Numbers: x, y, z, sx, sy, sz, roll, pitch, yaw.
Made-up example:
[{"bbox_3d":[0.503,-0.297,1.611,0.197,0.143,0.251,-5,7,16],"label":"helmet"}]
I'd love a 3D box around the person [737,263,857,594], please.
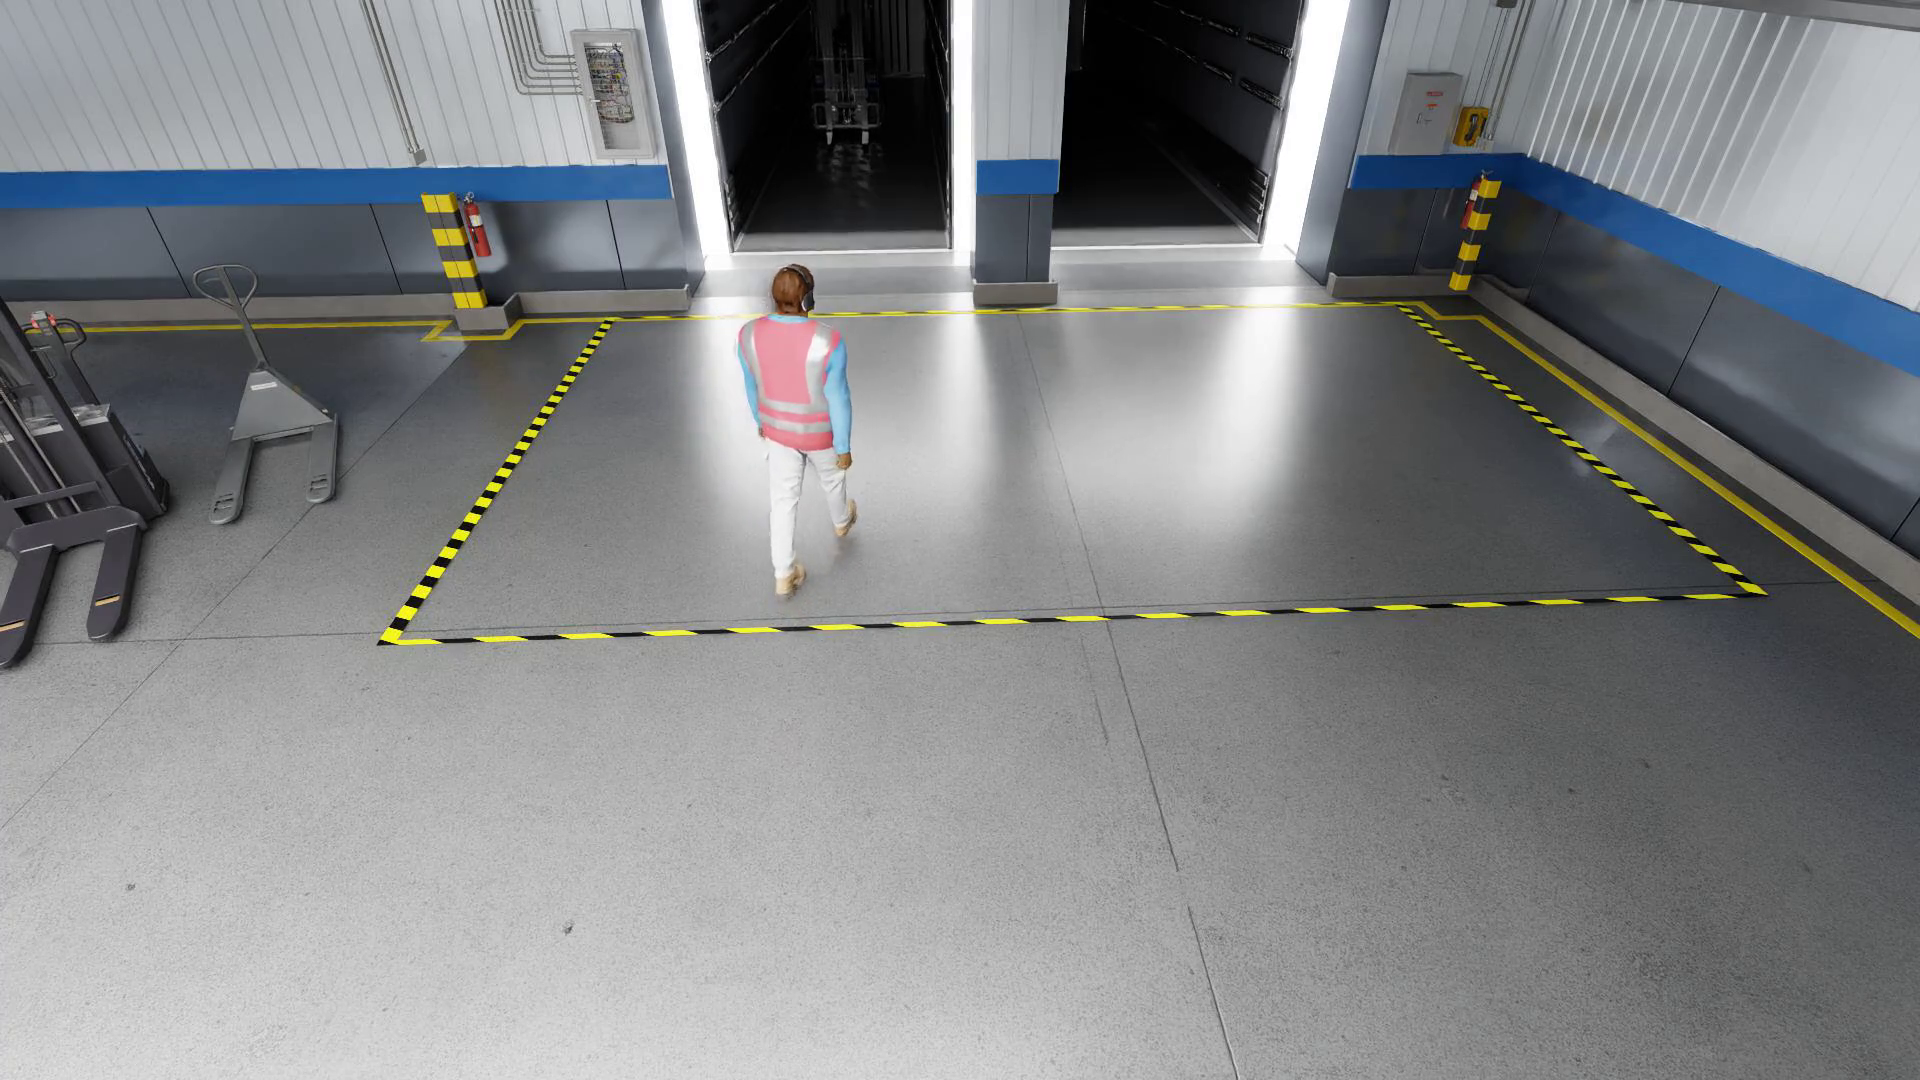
[{"bbox_3d":[-0.864,-0.634,5.091,0.647,1.792,0.981,7,35,10],"label":"person"}]

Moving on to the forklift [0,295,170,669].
[{"bbox_3d":[-5.212,-0.618,4.878,0.823,1.965,1.885,-20,39,-26],"label":"forklift"}]

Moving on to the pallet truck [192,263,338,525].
[{"bbox_3d":[-4.778,-1.027,6.128,0.680,1.201,1.601,-17,38,-23],"label":"pallet truck"}]

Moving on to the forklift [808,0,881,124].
[{"bbox_3d":[-1.975,-8.407,15.758,1.157,2.036,2.680,-3,35,-4],"label":"forklift"}]
